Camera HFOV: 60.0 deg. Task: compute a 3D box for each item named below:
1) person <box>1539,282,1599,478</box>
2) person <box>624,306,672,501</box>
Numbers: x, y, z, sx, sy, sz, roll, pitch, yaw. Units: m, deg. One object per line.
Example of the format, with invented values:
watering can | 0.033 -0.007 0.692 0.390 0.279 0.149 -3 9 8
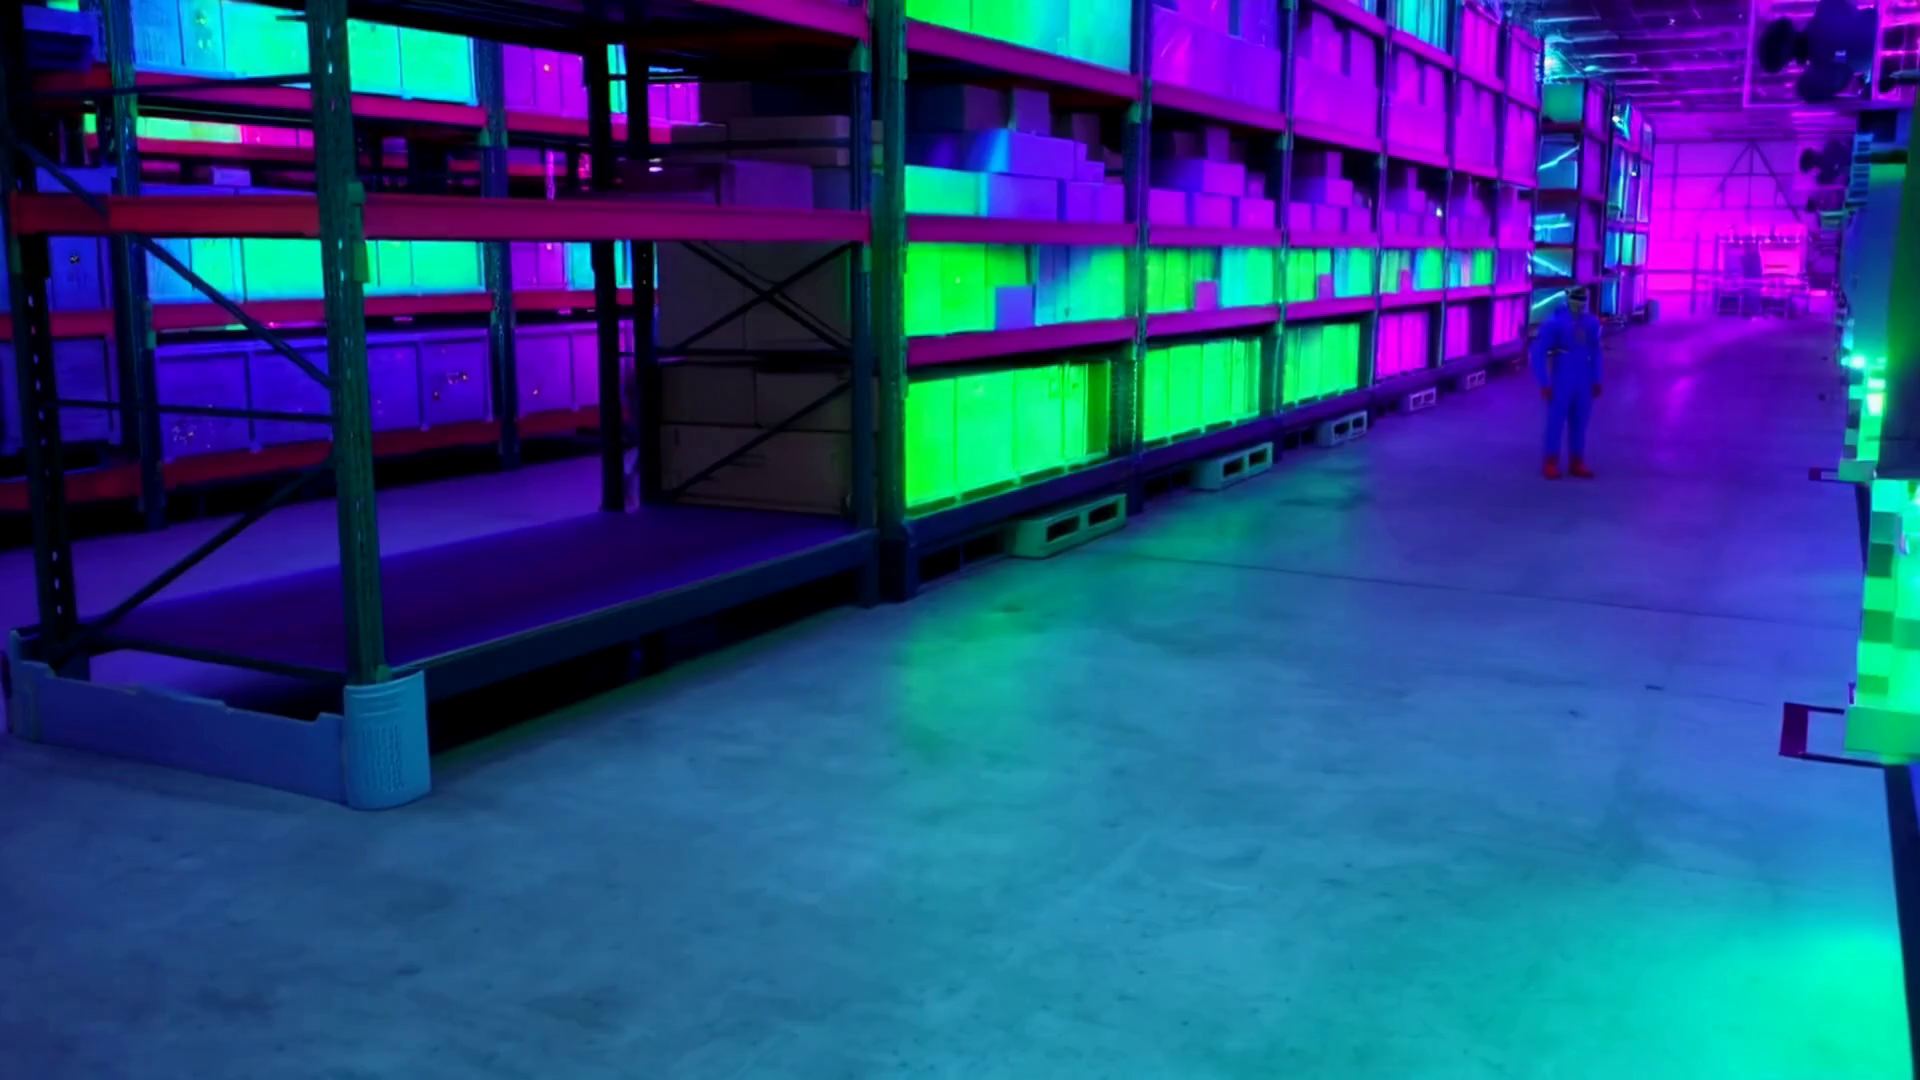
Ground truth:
person | 5.926 -1.544 16.146 0.652 1.896 0.402 -4 10 -20
person | -2.676 -1.145 14.314 0.489 1.728 0.414 7 12 34
